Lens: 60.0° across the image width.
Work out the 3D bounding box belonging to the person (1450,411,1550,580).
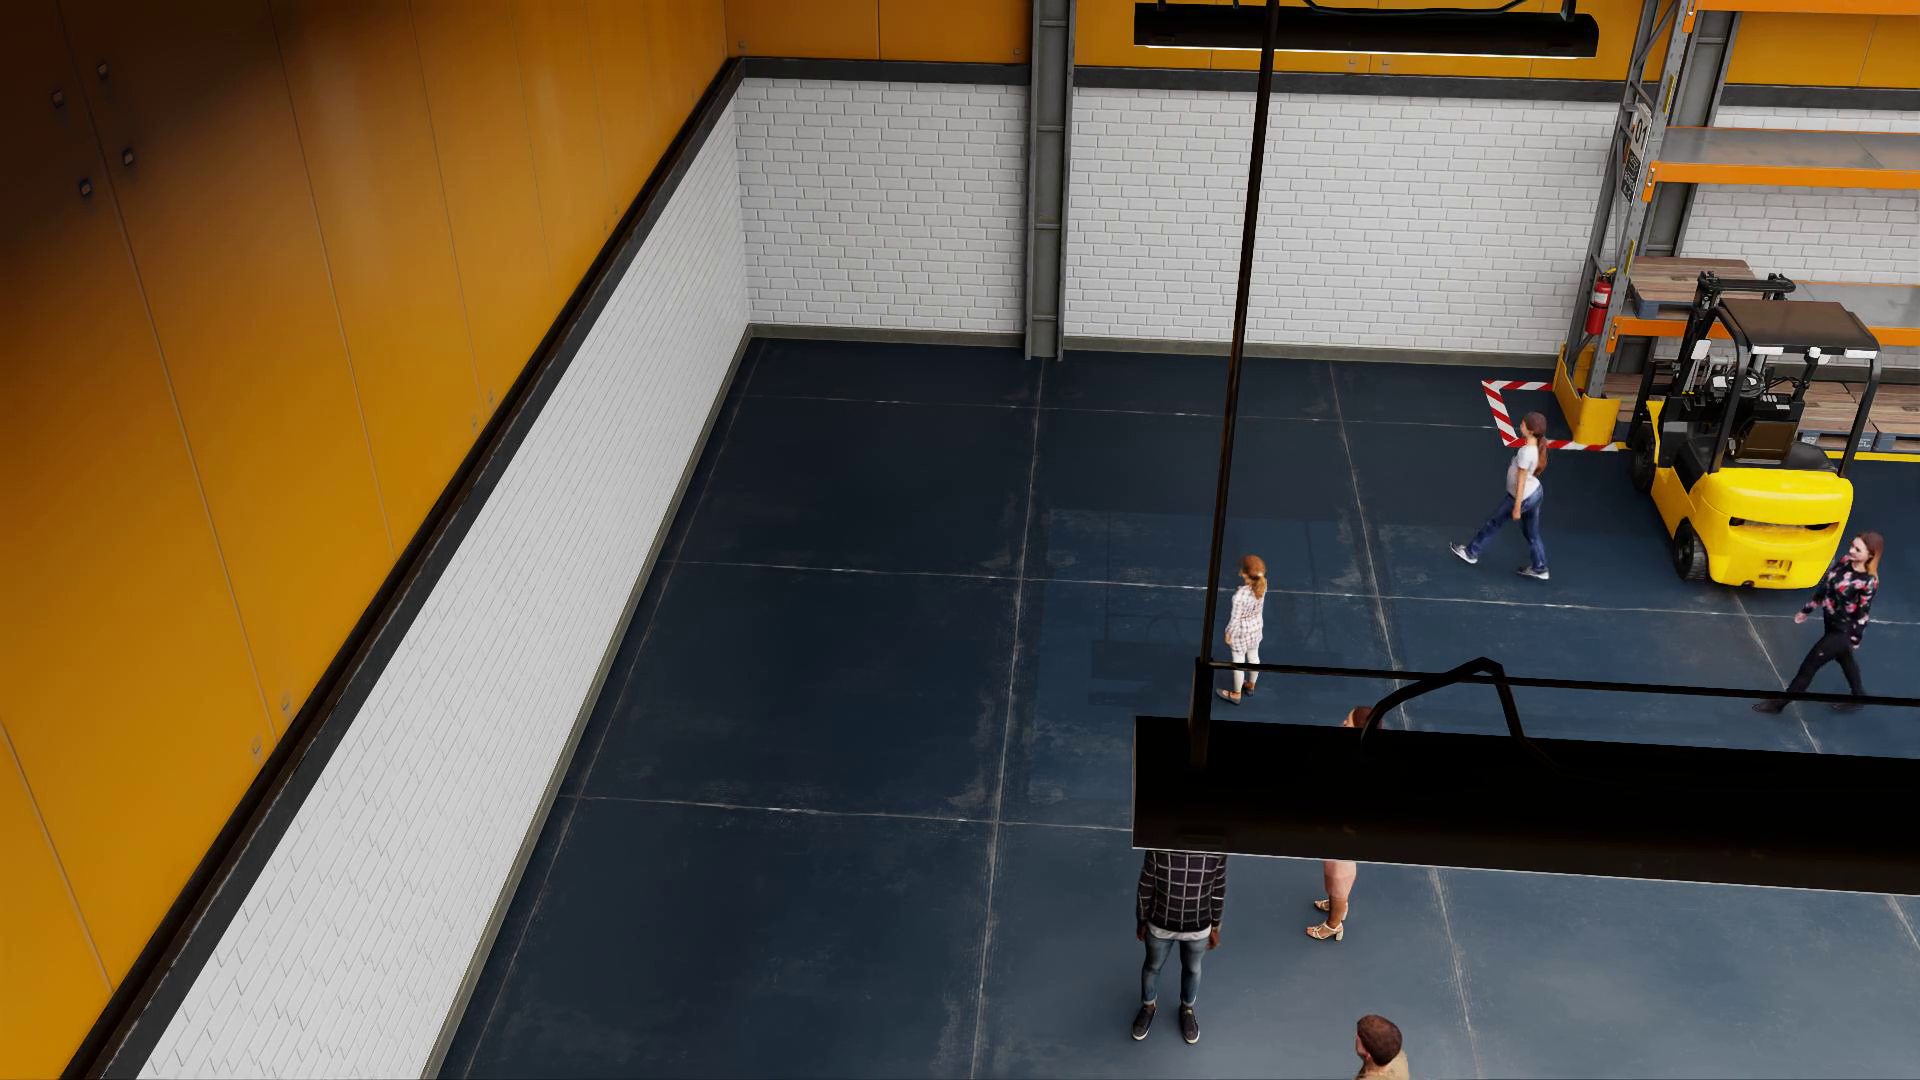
[{"bbox_3d":[4.735,-0.332,13.798,1.123,1.519,0.924,23,40,30],"label":"person"}]

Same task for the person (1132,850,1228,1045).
[{"bbox_3d":[1.283,2.193,9.727,0.475,1.821,0.708,3,34,5],"label":"person"}]

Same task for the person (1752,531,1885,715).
[{"bbox_3d":[6.556,0.645,12.227,1.091,1.631,0.587,1,34,1],"label":"person"}]

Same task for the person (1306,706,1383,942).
[{"bbox_3d":[2.412,1.760,10.369,0.626,1.831,0.651,15,36,21],"label":"person"}]

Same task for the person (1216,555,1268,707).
[{"bbox_3d":[2.154,0.664,12.487,0.617,1.312,0.681,-23,40,-30],"label":"person"}]

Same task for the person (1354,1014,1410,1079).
[{"bbox_3d":[2.078,3.117,8.346,1.187,1.810,1.306,-29,43,-36],"label":"person"}]
